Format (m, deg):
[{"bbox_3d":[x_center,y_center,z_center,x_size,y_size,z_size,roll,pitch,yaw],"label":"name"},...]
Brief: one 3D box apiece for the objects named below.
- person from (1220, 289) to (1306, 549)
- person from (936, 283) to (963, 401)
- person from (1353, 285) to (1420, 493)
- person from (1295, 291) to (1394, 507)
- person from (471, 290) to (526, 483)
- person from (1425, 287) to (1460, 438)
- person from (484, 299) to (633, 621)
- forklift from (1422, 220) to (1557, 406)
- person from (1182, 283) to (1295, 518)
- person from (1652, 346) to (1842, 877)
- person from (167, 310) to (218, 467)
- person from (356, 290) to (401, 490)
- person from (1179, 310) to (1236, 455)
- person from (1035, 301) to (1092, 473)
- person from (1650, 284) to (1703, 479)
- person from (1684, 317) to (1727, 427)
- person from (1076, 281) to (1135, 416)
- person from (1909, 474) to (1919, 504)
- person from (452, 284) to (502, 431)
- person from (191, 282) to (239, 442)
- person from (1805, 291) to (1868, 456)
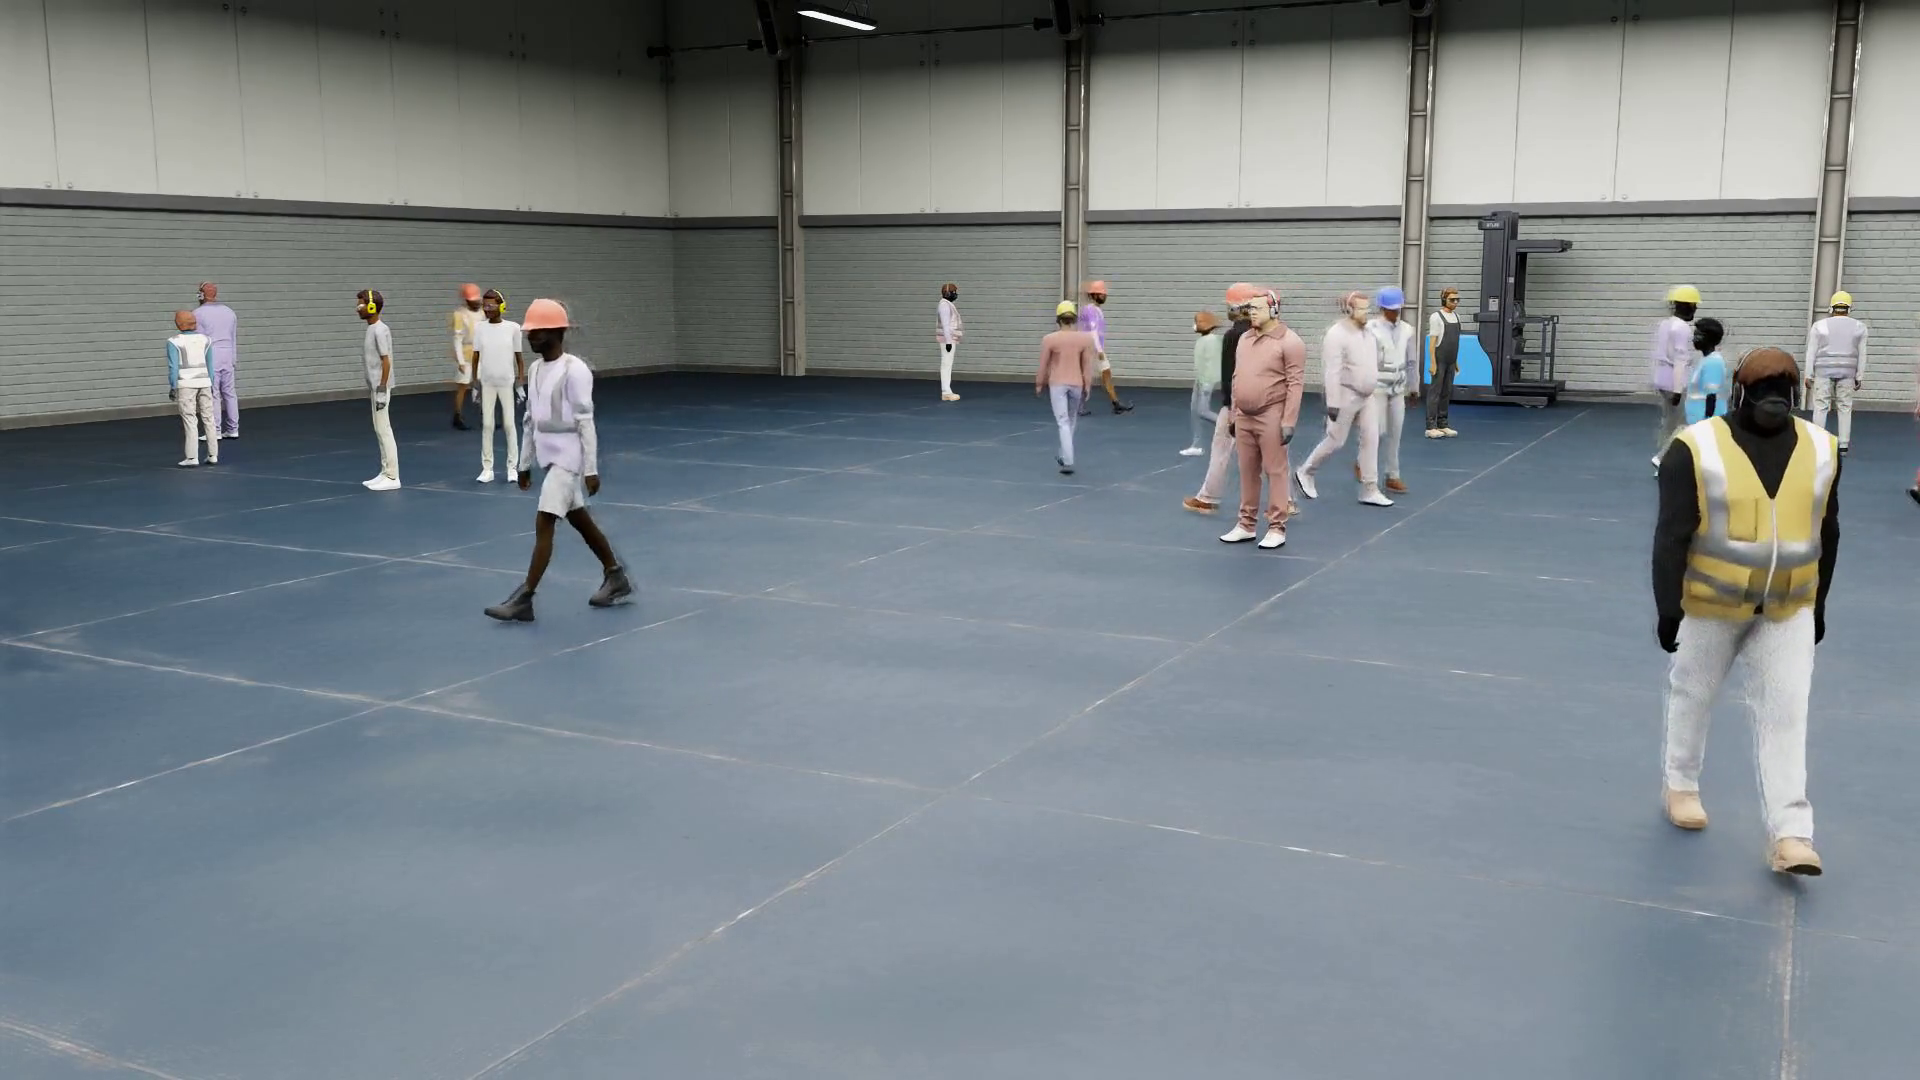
[{"bbox_3d":[2.239,-0.902,12.387,0.405,1.911,0.636,-7,12,-37],"label":"person"},{"bbox_3d":[-0.168,-3.153,26.481,0.429,1.844,0.625,0,9,1],"label":"person"},{"bbox_3d":[3.937,-1.392,15.393,0.694,1.922,0.544,-5,10,-26],"label":"person"},{"bbox_3d":[3.411,-1.259,14.706,0.653,1.875,0.900,-8,12,-40],"label":"person"},{"bbox_3d":[-4.490,-1.493,16.168,0.514,1.865,0.327,-1,9,-4],"label":"person"},{"bbox_3d":[5.981,-2.191,20.533,0.517,1.843,0.326,-7,12,-37],"label":"person"},{"bbox_3d":[-2.392,-0.493,9.949,1.008,1.891,0.564,-8,12,-41],"label":"person"},{"bbox_3d":[8.245,-3.527,25.720,1.873,2.768,1.129,5,10,27],"label":"forklift"},{"bbox_3d":[2.378,-1.156,13.855,1.030,1.951,0.636,9,13,43],"label":"person"},{"bbox_3d":[2.758,0.222,5.834,0.656,1.788,0.969,1,9,6],"label":"person"},{"bbox_3d":[-8.063,-1.590,17.470,0.315,1.636,0.515,6,11,31],"label":"person"},{"bbox_3d":[-5.485,-1.411,15.645,0.311,1.869,0.532,-4,10,-26],"label":"person"},{"bbox_3d":[2.765,-1.742,18.465,0.546,1.613,0.509,-2,9,-10],"label":"person"},{"bbox_3d":[1.037,-1.569,17.033,0.543,1.726,0.868,-3,10,-16],"label":"person"},{"bbox_3d":[7.024,-1.534,16.281,0.413,1.915,0.590,0,9,1],"label":"person"},{"bbox_3d":[6.069,-0.953,13.408,0.560,1.680,0.546,3,10,16],"label":"person"},{"bbox_3d":[2.000,-2.695,23.491,0.971,1.890,0.555,4,10,25],"label":"person"},{"bbox_3d":[8.369,-1.100,14.059,0.362,1.750,0.553,-1,9,-6],"label":"person"},{"bbox_3d":[-6.206,-2.325,21.232,0.992,1.873,0.575,8,12,39],"label":"person"},{"bbox_3d":[-9.039,-2.154,20.112,0.400,1.910,0.643,4,10,23],"label":"person"},{"bbox_3d":[9.748,-1.854,18.538,0.598,1.825,0.404,2,10,14],"label":"person"}]
